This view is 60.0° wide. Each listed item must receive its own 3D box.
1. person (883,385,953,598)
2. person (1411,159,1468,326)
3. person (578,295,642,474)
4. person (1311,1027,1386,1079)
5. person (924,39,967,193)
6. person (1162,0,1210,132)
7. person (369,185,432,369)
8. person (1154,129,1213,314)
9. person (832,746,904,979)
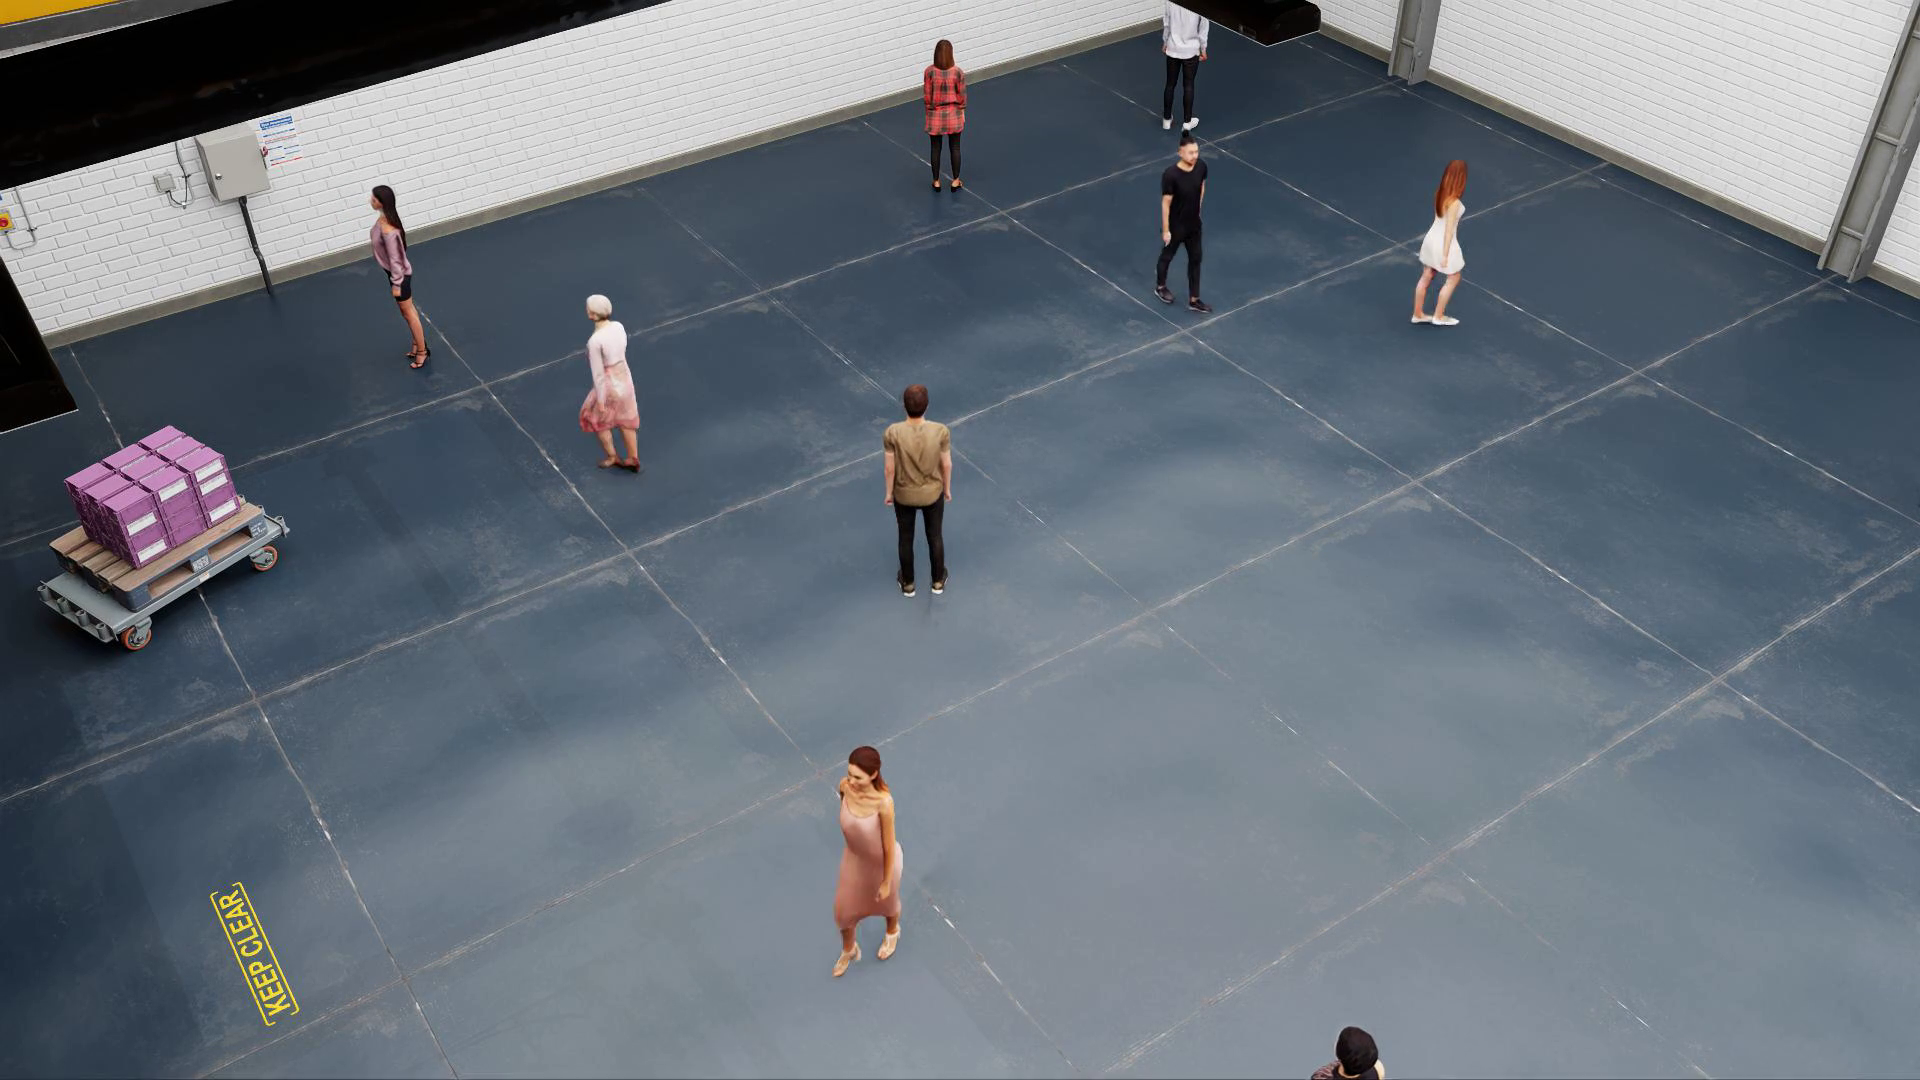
[{"bbox_3d":[-0.320,-0.368,12.608,0.752,1.851,0.745,-3,39,-4],"label":"person"},{"bbox_3d":[4.483,-2.791,15.761,0.784,1.701,0.727,-6,39,-7],"label":"person"},{"bbox_3d":[-2.837,-1.255,13.856,0.816,1.678,0.767,19,42,22],"label":"person"},{"bbox_3d":[1.940,3.036,8.544,0.589,1.603,0.520,-21,43,-24],"label":"person"},{"bbox_3d":[-0.169,-4.593,18.017,0.706,1.702,0.748,3,39,4],"label":"person"},{"bbox_3d":[2.576,-5.685,19.203,0.722,1.929,0.835,14,41,17],"label":"person"},{"bbox_3d":[-5.120,-2.406,15.192,0.727,1.811,0.553,-13,40,-16],"label":"person"},{"bbox_3d":[2.084,-3.128,16.071,0.751,1.843,0.971,-21,43,-24],"label":"person"},{"bbox_3d":[-0.462,1.842,9.869,0.785,1.816,0.804,20,43,23],"label":"person"}]
